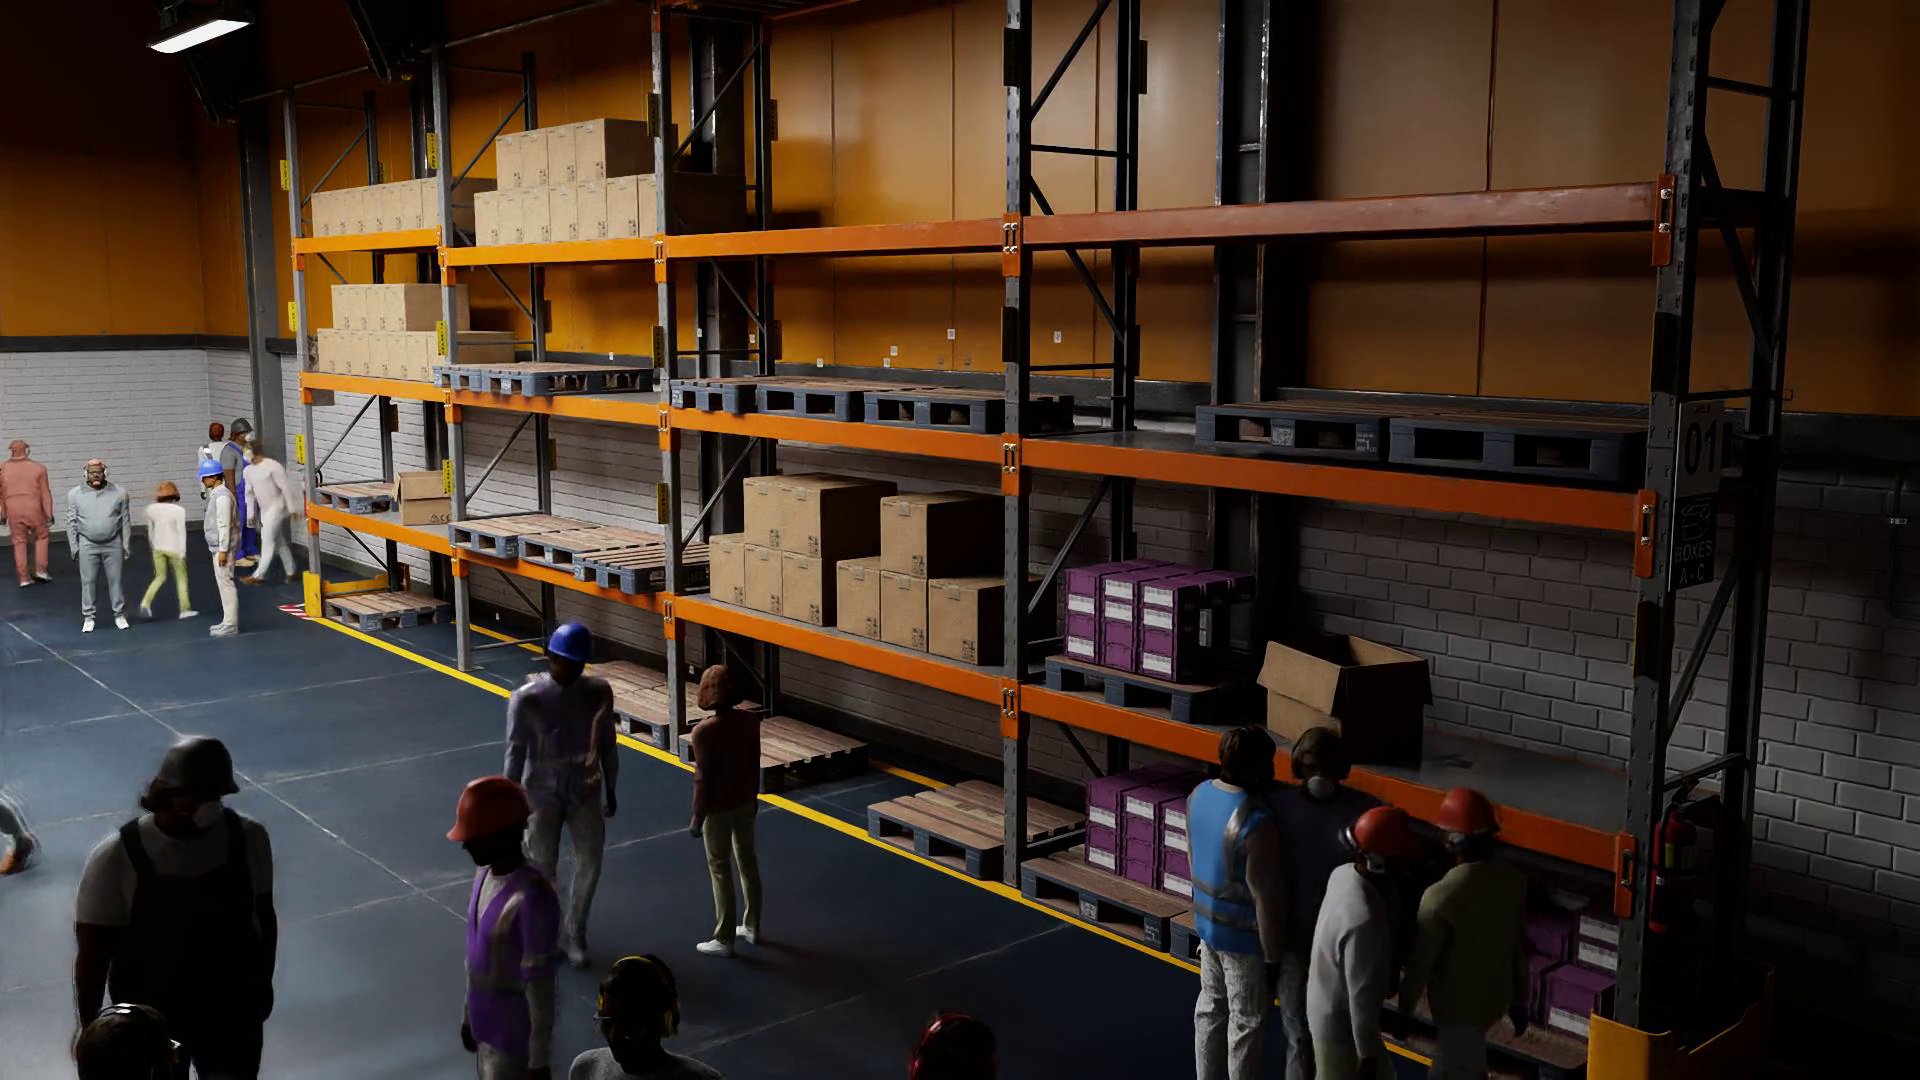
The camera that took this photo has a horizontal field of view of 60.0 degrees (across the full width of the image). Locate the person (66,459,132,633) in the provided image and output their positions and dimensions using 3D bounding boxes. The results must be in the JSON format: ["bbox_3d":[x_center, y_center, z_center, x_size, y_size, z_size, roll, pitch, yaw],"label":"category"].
[{"bbox_3d":[-9.506,0.060,18.397,0.643,1.909,0.409,-5,10,-31],"label":"person"}]

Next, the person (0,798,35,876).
[{"bbox_3d":[-6.161,1.246,10.216,0.642,1.903,0.985,2,8,12],"label":"person"}]

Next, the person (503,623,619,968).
[{"bbox_3d":[-2.163,1.400,9.060,0.679,1.911,0.623,-4,9,-26],"label":"person"}]

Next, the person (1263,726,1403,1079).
[{"bbox_3d":[1.529,1.706,7.039,0.635,1.899,1.012,1,8,4],"label":"person"}]

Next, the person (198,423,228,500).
[{"bbox_3d":[-10.784,-0.772,24.252,0.574,1.884,0.355,-7,11,-41],"label":"person"}]

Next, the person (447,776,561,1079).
[{"bbox_3d":[-1.688,1.807,6.187,0.537,1.926,0.565,-6,10,-35],"label":"person"}]

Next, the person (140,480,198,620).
[{"bbox_3d":[-9.066,0.129,18.934,0.510,1.610,0.636,1,8,9],"label":"person"}]

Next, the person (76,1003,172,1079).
[{"bbox_3d":[-2.059,2.101,4.155,0.629,1.931,0.384,3,9,18],"label":"person"}]

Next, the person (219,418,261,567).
[{"bbox_3d":[-9.841,-0.665,22.970,0.537,2.000,0.682,1,8,6],"label":"person"}]

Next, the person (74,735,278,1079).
[{"bbox_3d":[-2.971,1.727,6.341,0.784,2.000,0.588,-6,10,-36],"label":"person"}]

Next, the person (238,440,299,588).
[{"bbox_3d":[-8.880,-0.335,21.256,0.690,1.874,0.859,5,10,33],"label":"person"}]

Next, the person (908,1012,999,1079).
[{"bbox_3d":[-0.037,2.129,4.301,0.588,1.828,0.629,-1,8,-5],"label":"person"}]

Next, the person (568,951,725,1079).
[{"bbox_3d":[-0.889,2.055,4.654,0.508,1.872,0.329,2,8,13],"label":"person"}]

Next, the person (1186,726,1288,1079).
[{"bbox_3d":[1.225,1.704,7.191,0.429,1.844,0.627,-3,9,-23],"label":"person"}]

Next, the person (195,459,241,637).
[{"bbox_3d":[-8.081,0.080,18.184,0.420,1.932,0.621,-5,9,-30],"label":"person"}]

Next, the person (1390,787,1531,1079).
[{"bbox_3d":[2.042,1.844,6.717,0.566,1.707,0.904,-6,10,-36],"label":"person"}]

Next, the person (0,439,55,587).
[{"bbox_3d":[-11.955,-0.352,21.312,0.685,1.883,0.620,-2,8,-12],"label":"person"}]

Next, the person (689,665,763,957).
[{"bbox_3d":[-1.311,1.504,9.305,0.273,1.631,0.507,6,10,36],"label":"person"}]

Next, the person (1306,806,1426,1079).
[{"bbox_3d":[1.541,1.859,6.513,0.573,1.717,0.579,1,8,10],"label":"person"}]
